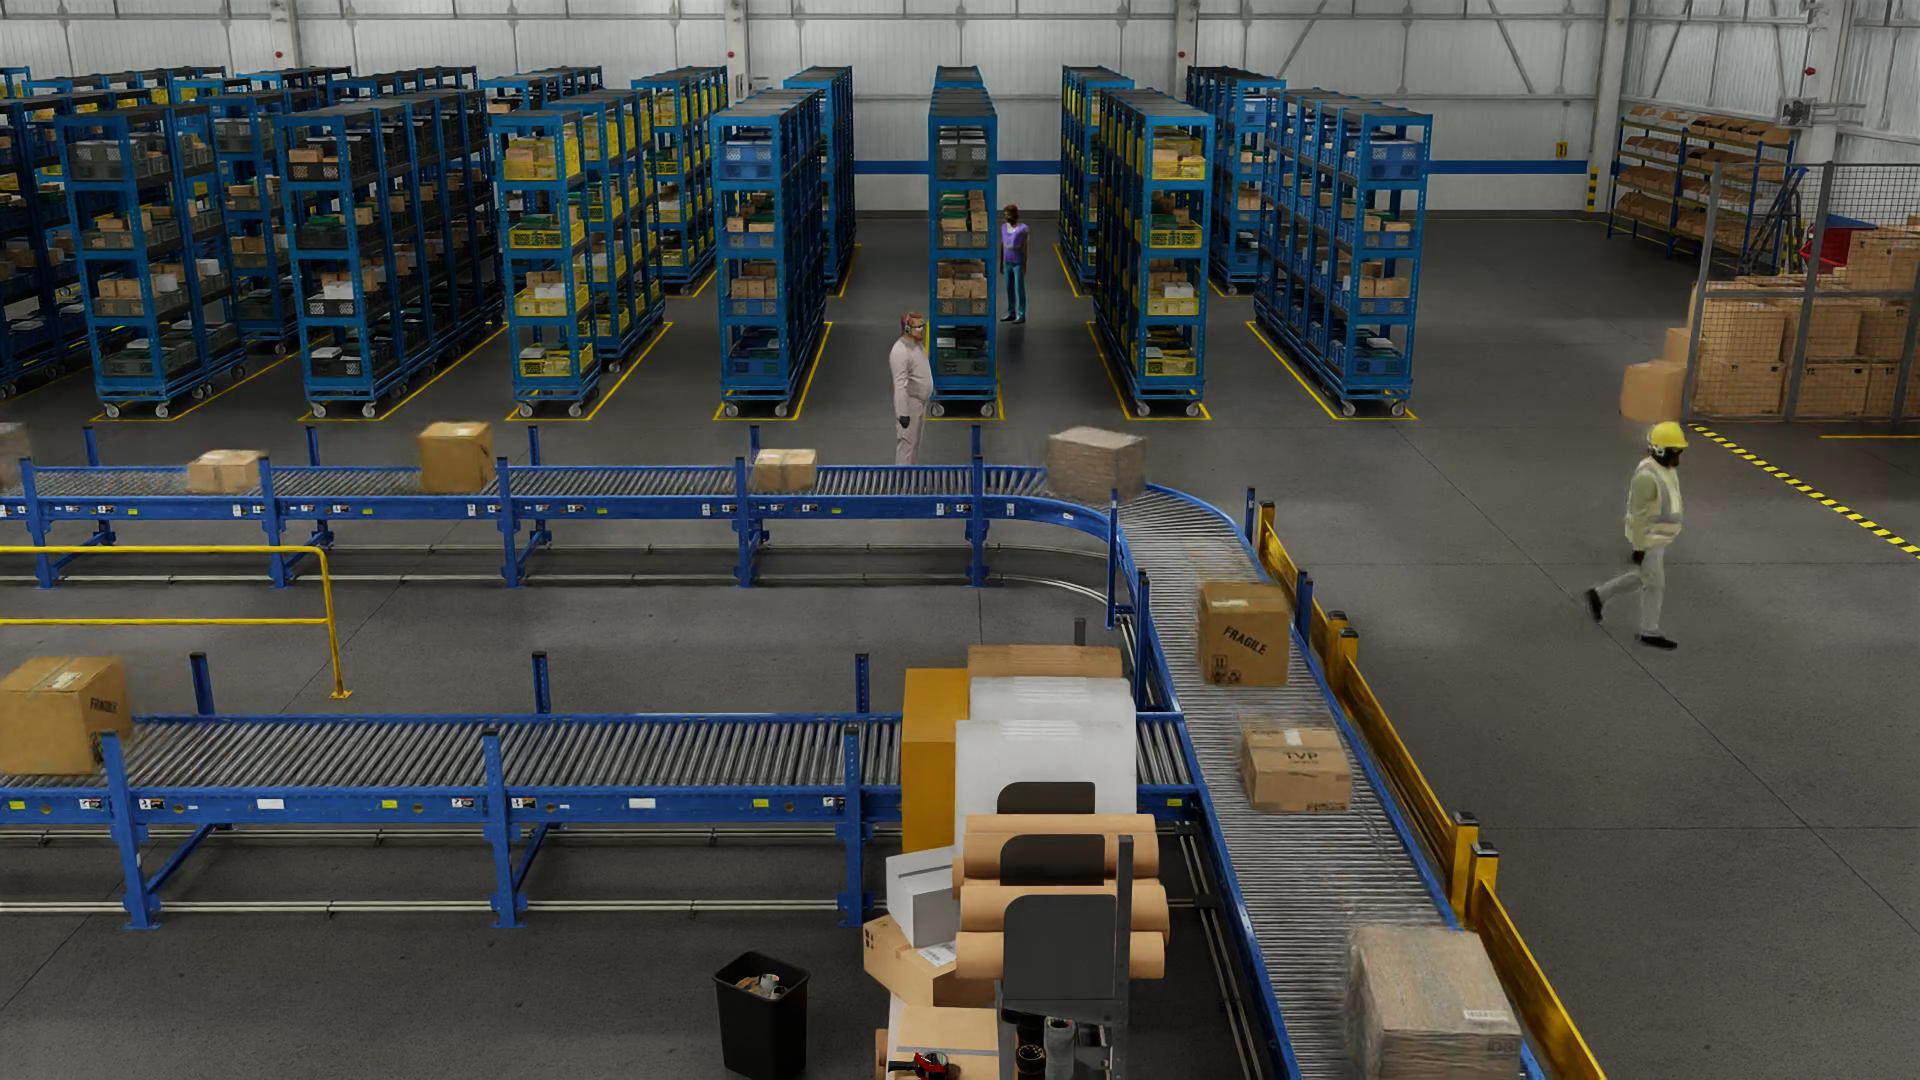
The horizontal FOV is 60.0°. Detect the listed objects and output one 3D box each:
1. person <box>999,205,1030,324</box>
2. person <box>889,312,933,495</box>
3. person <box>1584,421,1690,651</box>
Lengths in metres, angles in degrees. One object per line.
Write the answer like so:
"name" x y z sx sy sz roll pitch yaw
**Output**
"person" 0.844 -4.304 25.942 0.569 1.831 0.412 16 24 40
"person" -0.470 -1.347 16.704 0.409 1.907 0.651 4 19 13
"person" 5.295 -0.067 12.924 0.718 1.809 0.600 13 22 34
